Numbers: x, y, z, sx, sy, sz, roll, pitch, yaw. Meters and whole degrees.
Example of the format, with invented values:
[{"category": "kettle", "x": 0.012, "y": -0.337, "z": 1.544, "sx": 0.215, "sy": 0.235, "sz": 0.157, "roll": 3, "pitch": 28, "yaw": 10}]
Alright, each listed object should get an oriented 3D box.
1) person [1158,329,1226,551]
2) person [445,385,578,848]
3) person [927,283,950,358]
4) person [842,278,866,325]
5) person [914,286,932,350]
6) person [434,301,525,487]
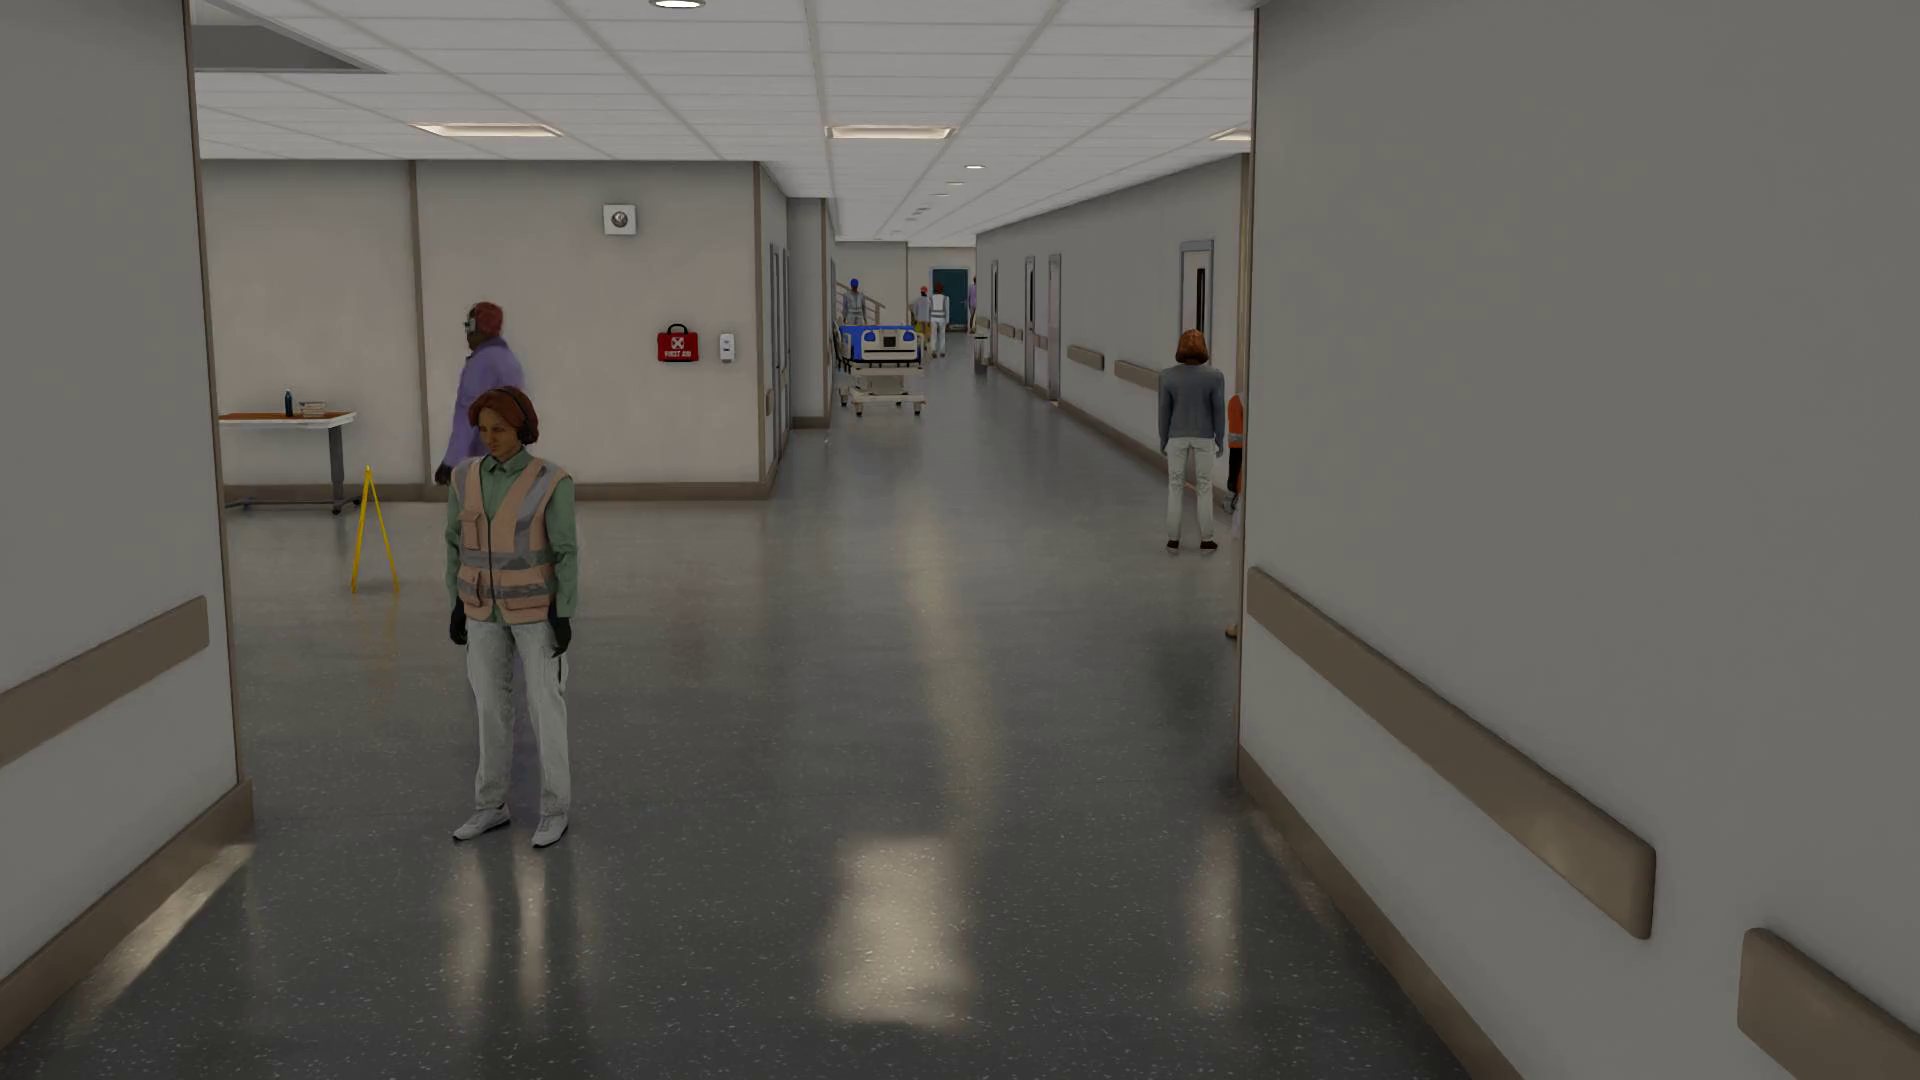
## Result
[{"category": "person", "x": 1.696, "y": -0.726, "z": 12.197, "sx": 0.497, "sy": 1.632, "sz": 0.289, "roll": 2, "pitch": 9, "yaw": 14}, {"category": "person", "x": -1.591, "y": 0.271, "z": 5.916, "sx": 0.511, "sy": 1.640, "sz": 0.309, "roll": 3, "pitch": 9, "yaw": 16}, {"category": "person", "x": -0.539, "y": -5.404, "z": 40.940, "sx": 0.579, "sy": 1.847, "sz": 0.969, "roll": 1, "pitch": 9, "yaw": 6}, {"category": "person", "x": -2.720, "y": -5.767, "z": 42.879, "sx": 0.618, "sy": 1.944, "sz": 0.406, "roll": -4, "pitch": 10, "yaw": -23}, {"category": "person", "x": -0.979, "y": -5.973, "z": 44.774, "sx": 0.565, "sy": 1.735, "sz": 0.524, "roll": 4, "pitch": 10, "yaw": 22}, {"category": "person", "x": -2.788, "y": -0.476, "z": 9.898, "sx": 0.566, "sy": 1.862, "sz": 0.677, "roll": 0, "pitch": 9, "yaw": -3}]
